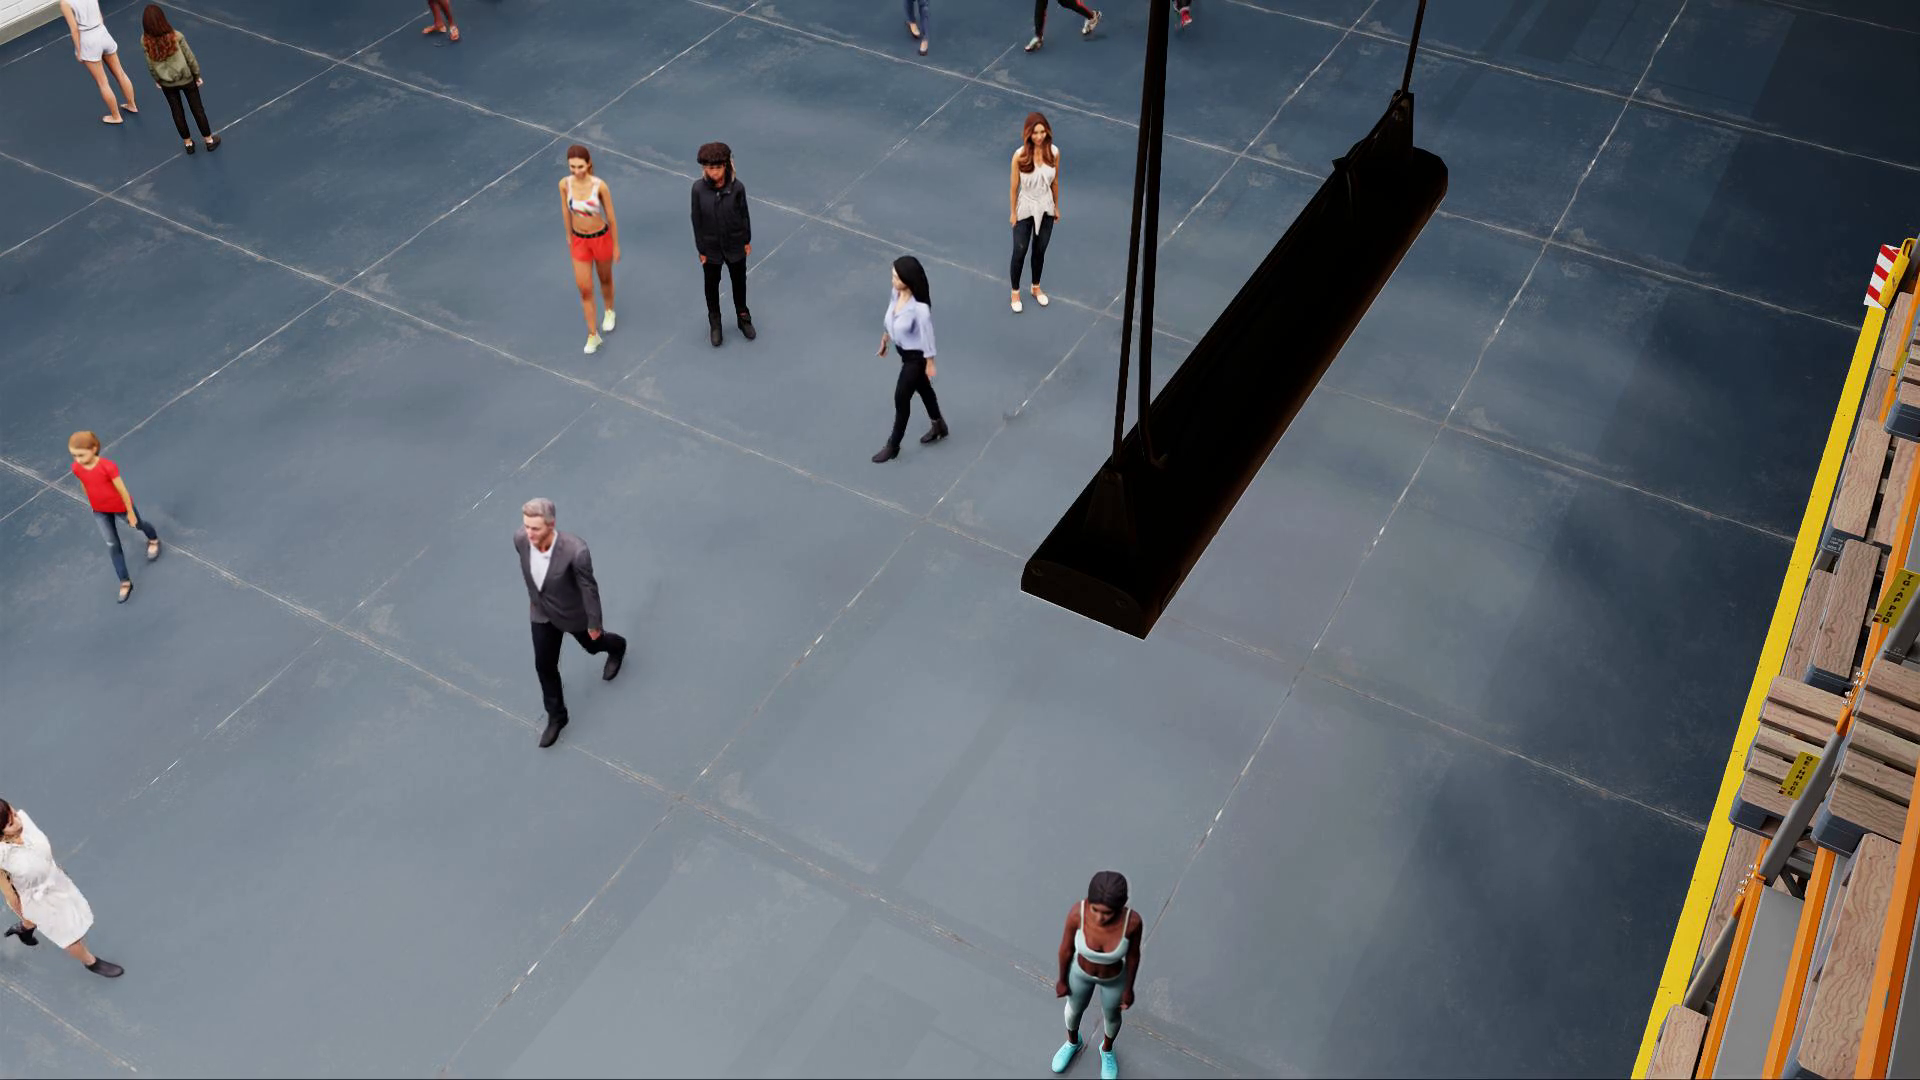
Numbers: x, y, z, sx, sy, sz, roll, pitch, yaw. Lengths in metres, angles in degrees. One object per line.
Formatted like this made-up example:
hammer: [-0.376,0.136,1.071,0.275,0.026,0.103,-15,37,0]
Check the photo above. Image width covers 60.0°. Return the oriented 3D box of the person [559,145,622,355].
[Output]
person: [-2.969,-2.464,13.528,0.864,1.769,1.006,1,44,1]

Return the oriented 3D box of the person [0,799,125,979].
person: [-5.101,1.919,9.094,0.851,1.539,0.884,2,44,2]

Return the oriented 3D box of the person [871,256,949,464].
person: [-0.262,-1.391,12.438,1.063,1.719,0.945,-21,47,-21]

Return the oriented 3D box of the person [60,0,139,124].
person: [-8.397,-4.829,16.130,0.645,1.604,0.522,17,46,17]

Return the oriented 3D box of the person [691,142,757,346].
person: [-1.929,-2.426,13.479,0.730,1.781,0.789,-10,44,-10]

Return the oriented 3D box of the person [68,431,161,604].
person: [-5.864,-0.273,11.583,0.783,1.280,0.954,0,44,0]

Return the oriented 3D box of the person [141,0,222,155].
person: [-7.409,-4.361,15.733,0.654,1.475,0.710,-10,44,-10]

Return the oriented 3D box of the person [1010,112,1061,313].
person: [0.604,-2.733,13.800,0.650,1.785,0.722,-13,45,-13]

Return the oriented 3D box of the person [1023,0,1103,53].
person: [1.087,-5.933,17.168,1.243,1.772,0.986,-25,49,-24]

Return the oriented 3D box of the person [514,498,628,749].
person: [-2.460,0.398,10.502,0.886,1.800,1.241,13,45,13]

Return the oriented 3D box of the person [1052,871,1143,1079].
person: [0.718,2.255,8.607,0.633,1.725,0.630,8,44,8]
